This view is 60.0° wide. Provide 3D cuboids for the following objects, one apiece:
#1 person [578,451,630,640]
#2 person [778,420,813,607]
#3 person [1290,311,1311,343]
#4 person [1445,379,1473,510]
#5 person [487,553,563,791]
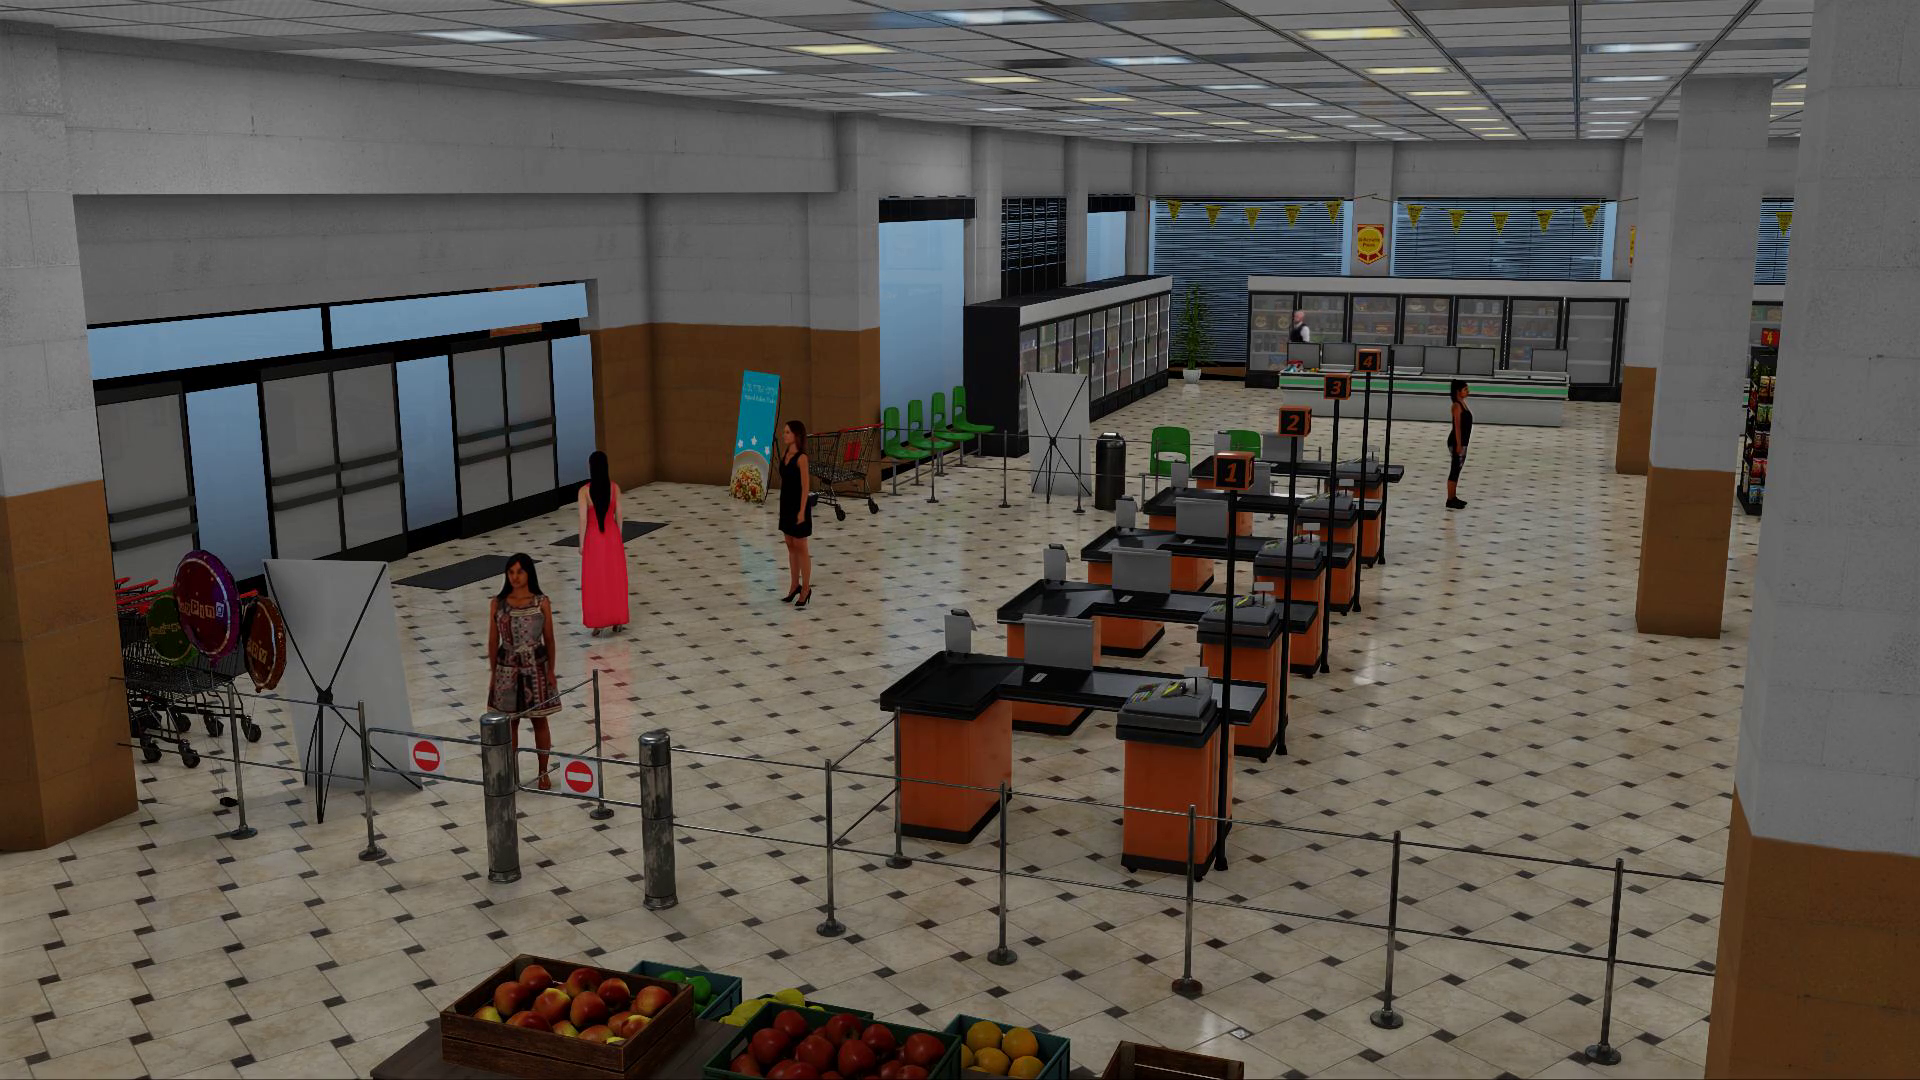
[{"bbox_3d":[-3.264,0.036,15.181,0.714,1.727,0.750,-8,14,-33],"label":"person"},{"bbox_3d":[-1.617,-0.265,16.350,0.728,1.835,0.633,-9,15,-35],"label":"person"},{"bbox_3d":[6.479,-3.426,31.443,1.007,1.802,0.948,-5,13,-21],"label":"person"},{"bbox_3d":[6.429,-1.254,21.472,0.518,1.660,0.584,5,13,23],"label":"person"},{"bbox_3d":[-2.969,0.890,11.328,0.631,1.645,0.784,-1,12,-5],"label":"person"}]
